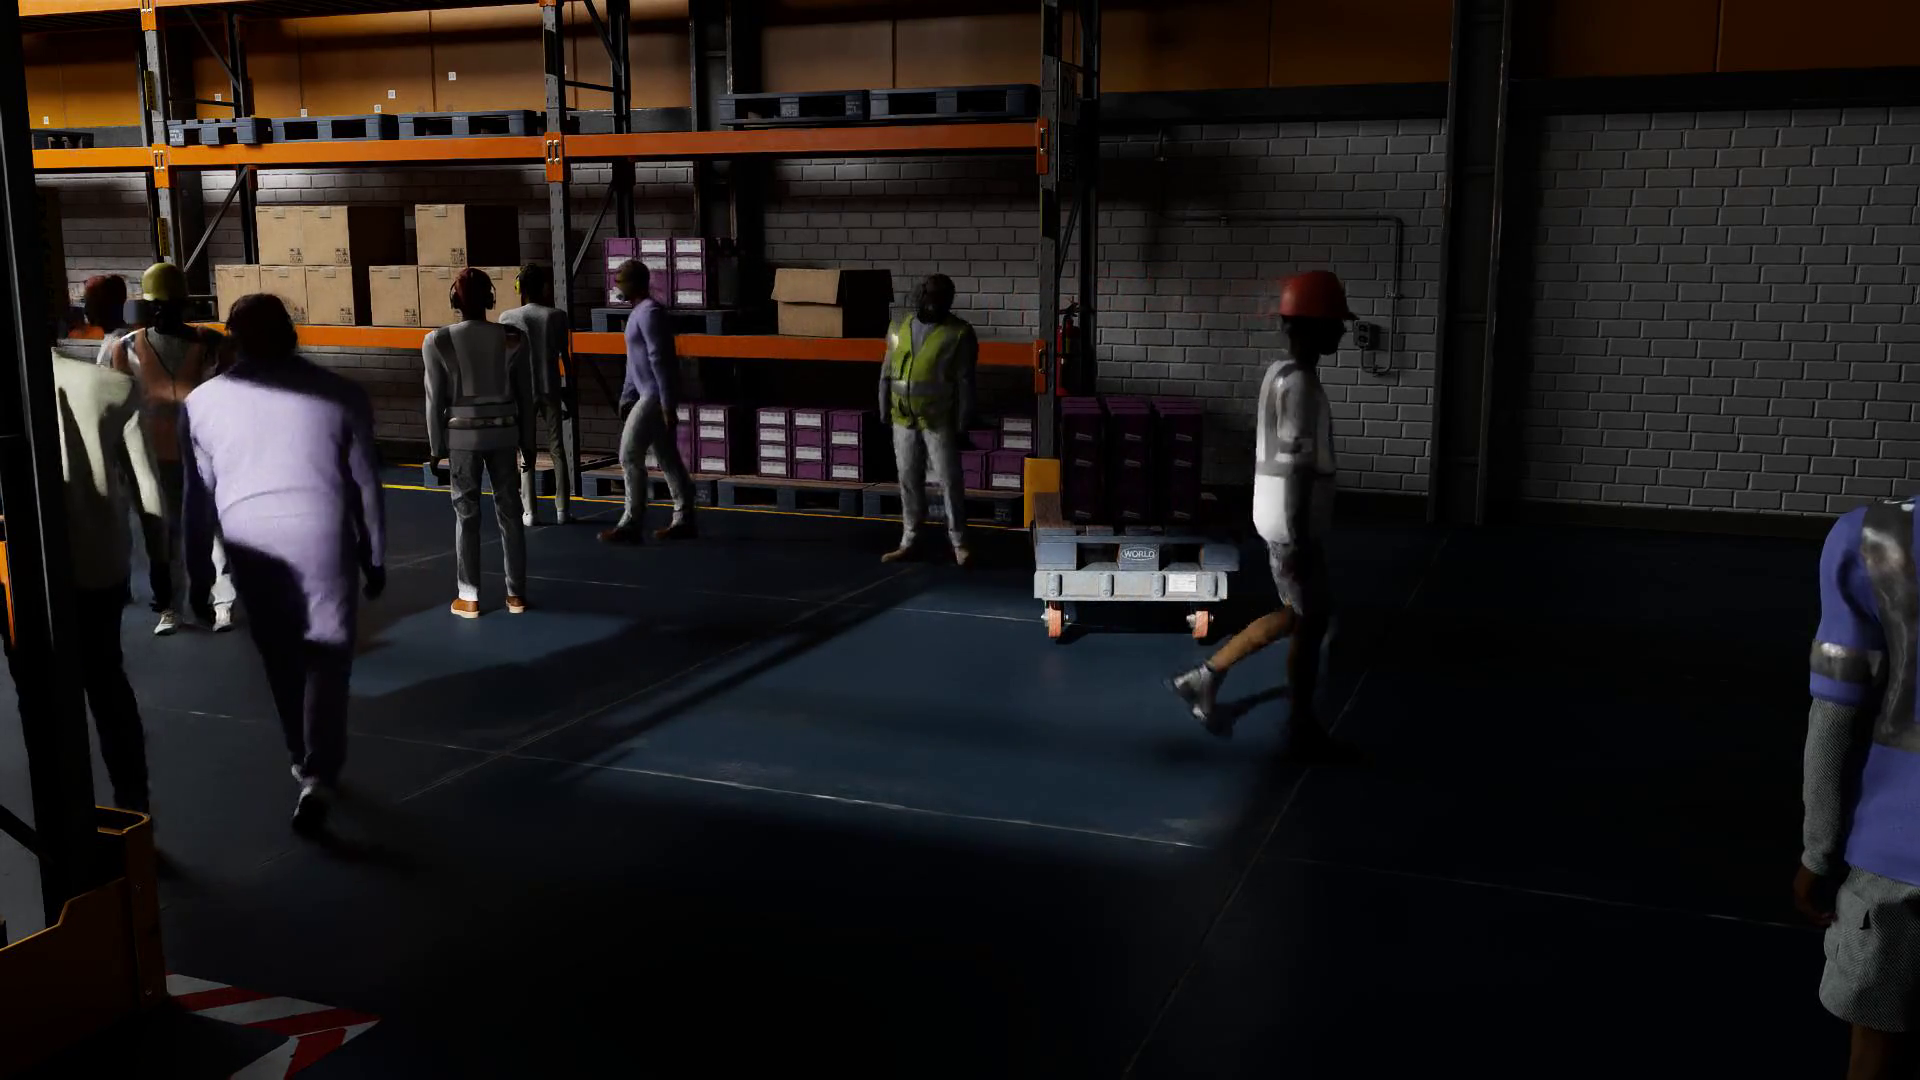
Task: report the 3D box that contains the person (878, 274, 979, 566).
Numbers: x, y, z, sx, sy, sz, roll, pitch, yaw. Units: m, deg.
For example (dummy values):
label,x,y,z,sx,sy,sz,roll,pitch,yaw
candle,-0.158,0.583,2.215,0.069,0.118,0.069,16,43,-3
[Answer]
label,x,y,z,sx,sy,sz,roll,pitch,yaw
person,-0.199,-0.733,10.380,0.690,1.821,0.446,6,12,29

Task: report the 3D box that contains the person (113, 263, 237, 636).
label,x,y,z,sx,sy,sz,roll,pitch,yaw
person,-4.007,-0.458,8.567,0.581,1.919,0.392,-4,11,-19

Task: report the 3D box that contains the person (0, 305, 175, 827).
label,x,y,z,sx,sy,sz,roll,pitch,yaw
person,-2.942,0.078,5.412,0.449,1.973,0.658,9,14,42

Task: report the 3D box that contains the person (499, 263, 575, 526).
label,x,y,z,sx,sy,sz,roll,pitch,yaw
person,-3.012,-1.031,11.881,0.507,1.872,0.329,-4,11,-21

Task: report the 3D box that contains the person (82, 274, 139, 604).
label,x,y,z,sx,sy,sz,roll,pitch,yaw
person,-4.521,-0.549,9.240,0.804,1.856,0.604,-4,11,-22

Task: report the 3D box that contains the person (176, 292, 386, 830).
label,x,y,z,sx,sy,sz,roll,pitch,yaw
person,-2.363,0.066,5.842,0.669,1.858,0.937,-3,11,-17

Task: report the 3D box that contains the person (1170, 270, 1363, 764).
label,x,y,z,sx,sy,sz,roll,pitch,yaw
person,1.218,-0.075,6.422,0.659,1.922,0.552,1,10,7

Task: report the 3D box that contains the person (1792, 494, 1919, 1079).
label,x,y,z,sx,sy,sz,roll,pitch,yaw
person,1.776,0.541,2.934,0.551,1.937,0.357,5,11,24

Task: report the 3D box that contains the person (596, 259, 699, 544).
label,x,y,z,sx,sy,sz,roll,pitch,yaw
person,-2.147,-0.911,11.111,0.834,1.903,0.693,-3,11,-15

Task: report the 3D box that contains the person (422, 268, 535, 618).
label,x,y,z,sx,sy,sz,roll,pitch,yaw
person,-2.584,-0.517,8.985,0.575,1.883,0.355,-5,12,-28
